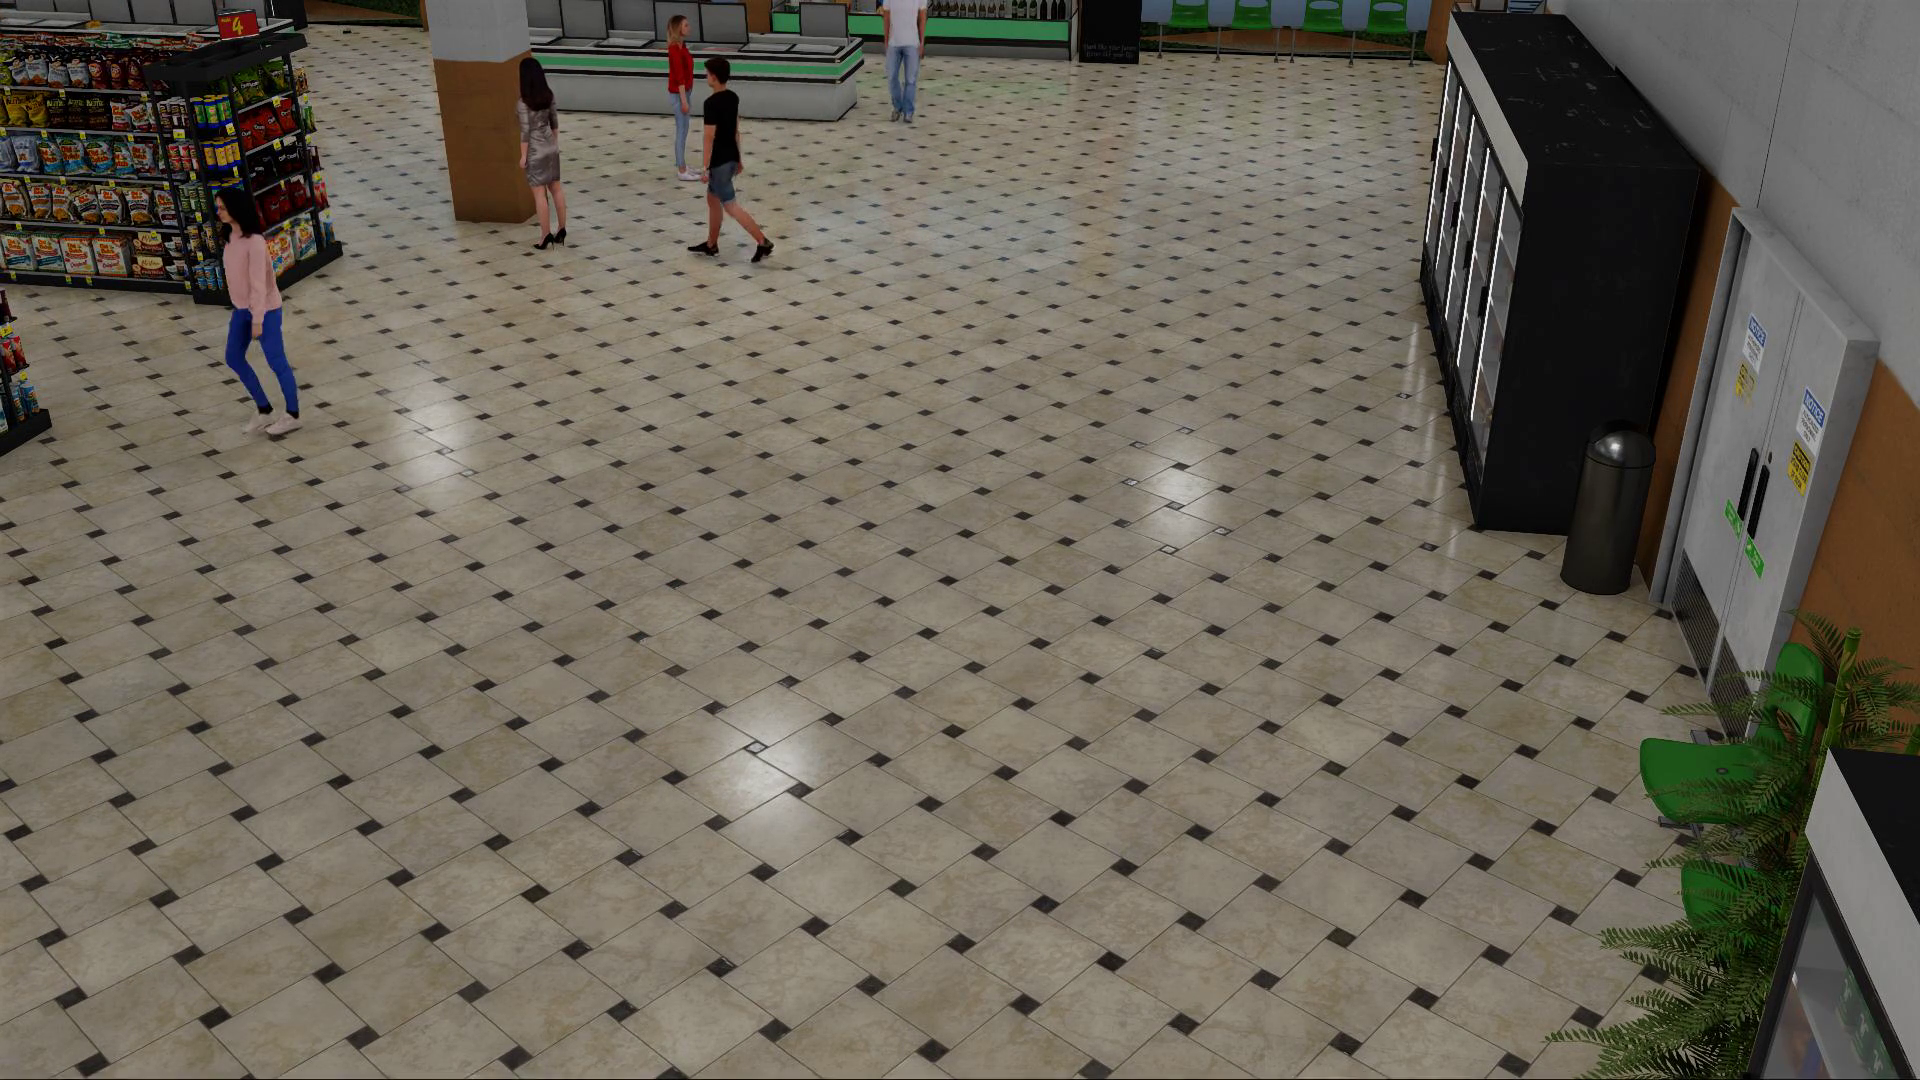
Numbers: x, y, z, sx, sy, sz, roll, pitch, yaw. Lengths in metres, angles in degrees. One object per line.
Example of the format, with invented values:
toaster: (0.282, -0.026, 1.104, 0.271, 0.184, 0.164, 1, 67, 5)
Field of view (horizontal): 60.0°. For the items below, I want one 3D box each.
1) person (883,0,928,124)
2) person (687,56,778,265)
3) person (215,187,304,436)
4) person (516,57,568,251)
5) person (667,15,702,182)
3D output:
person: (-0.666, -5.951, 19.932, 0.595, 1.845, 0.768, 2, 27, 4)
person: (-2.037, -3.345, 14.825, 1.213, 1.817, 0.797, 9, 28, 17)
person: (-4.715, -1.562, 11.375, 0.849, 1.757, 0.761, -24, 36, -39)
person: (-3.854, -3.551, 15.309, 0.648, 1.746, 0.665, 17, 32, 30)
person: (-2.944, -4.676, 17.573, 0.598, 1.704, 0.667, -2, 27, -5)
